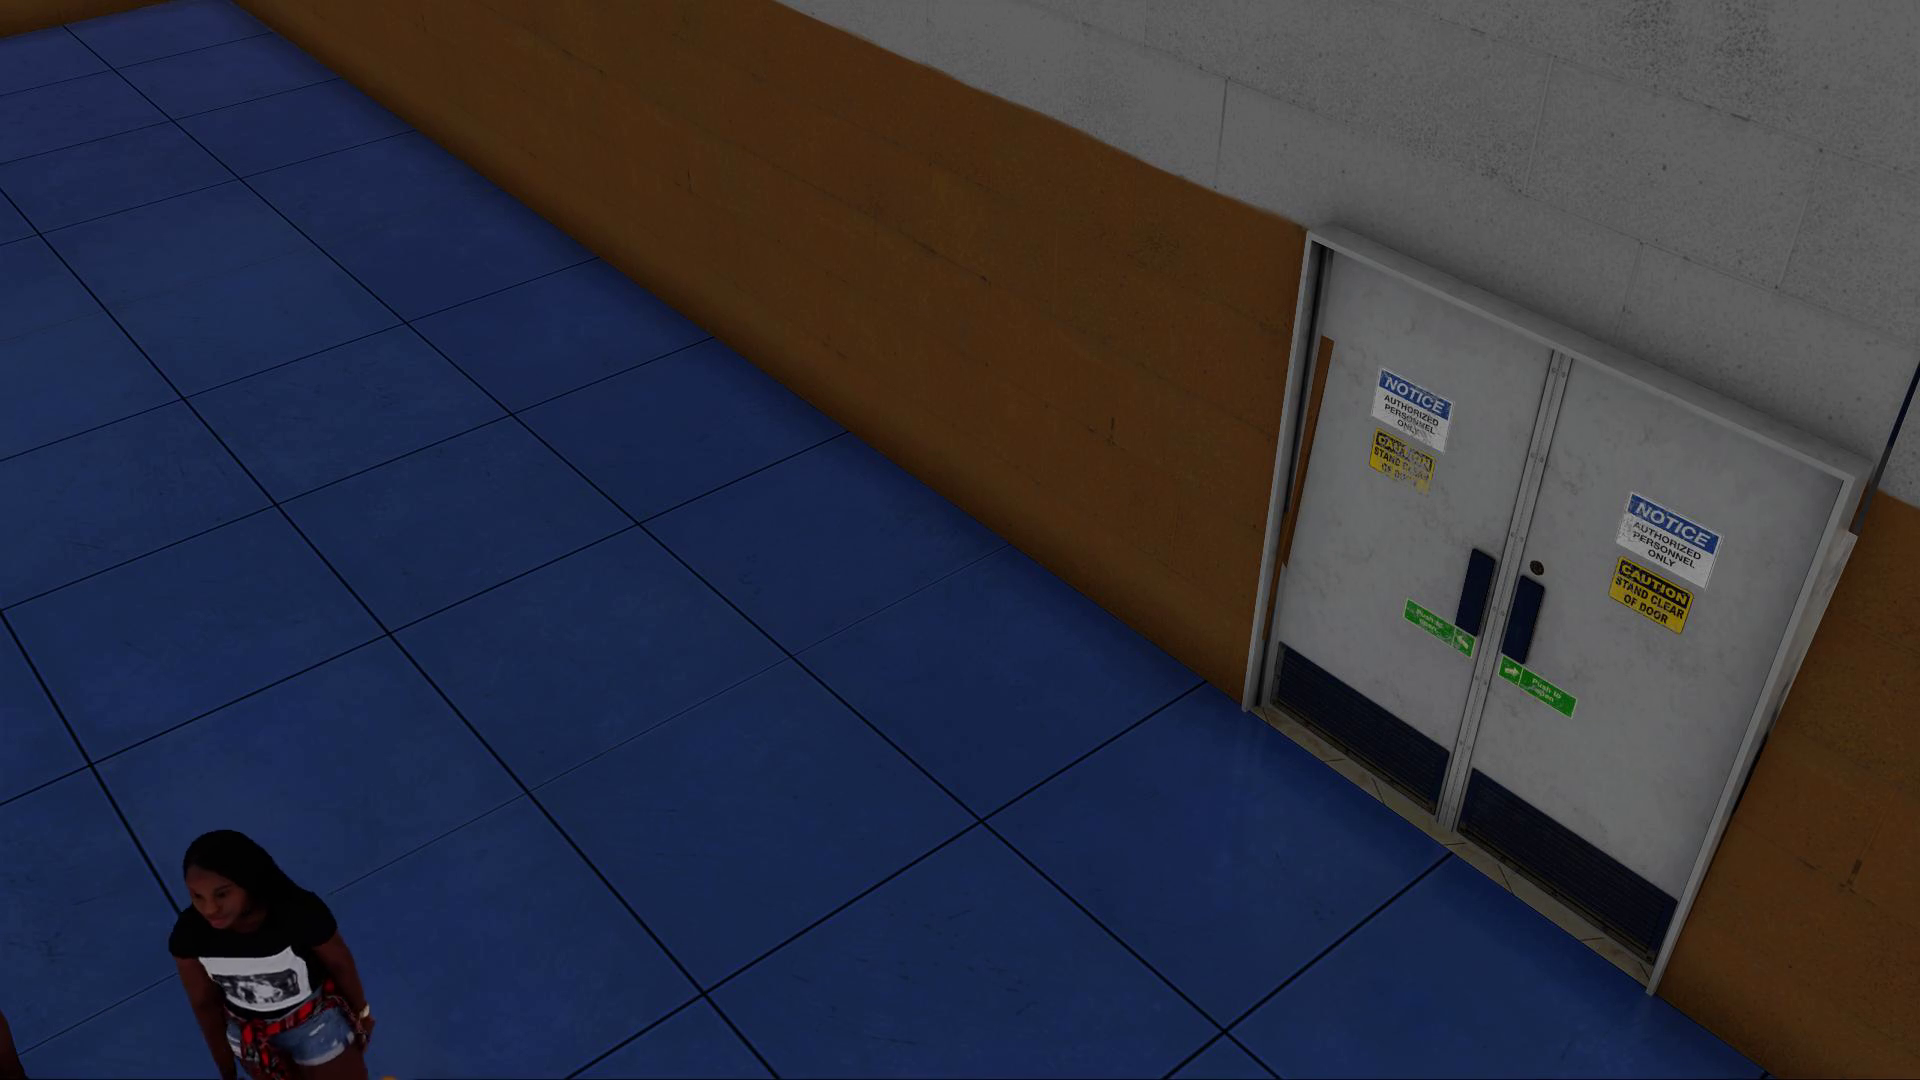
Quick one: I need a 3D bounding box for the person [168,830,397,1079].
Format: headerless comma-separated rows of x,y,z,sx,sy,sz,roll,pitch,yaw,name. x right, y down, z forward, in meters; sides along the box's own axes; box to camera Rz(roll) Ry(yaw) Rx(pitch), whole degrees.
-1.975,1.409,4.971,0.819,1.710,0.861,-3,37,-3,person
